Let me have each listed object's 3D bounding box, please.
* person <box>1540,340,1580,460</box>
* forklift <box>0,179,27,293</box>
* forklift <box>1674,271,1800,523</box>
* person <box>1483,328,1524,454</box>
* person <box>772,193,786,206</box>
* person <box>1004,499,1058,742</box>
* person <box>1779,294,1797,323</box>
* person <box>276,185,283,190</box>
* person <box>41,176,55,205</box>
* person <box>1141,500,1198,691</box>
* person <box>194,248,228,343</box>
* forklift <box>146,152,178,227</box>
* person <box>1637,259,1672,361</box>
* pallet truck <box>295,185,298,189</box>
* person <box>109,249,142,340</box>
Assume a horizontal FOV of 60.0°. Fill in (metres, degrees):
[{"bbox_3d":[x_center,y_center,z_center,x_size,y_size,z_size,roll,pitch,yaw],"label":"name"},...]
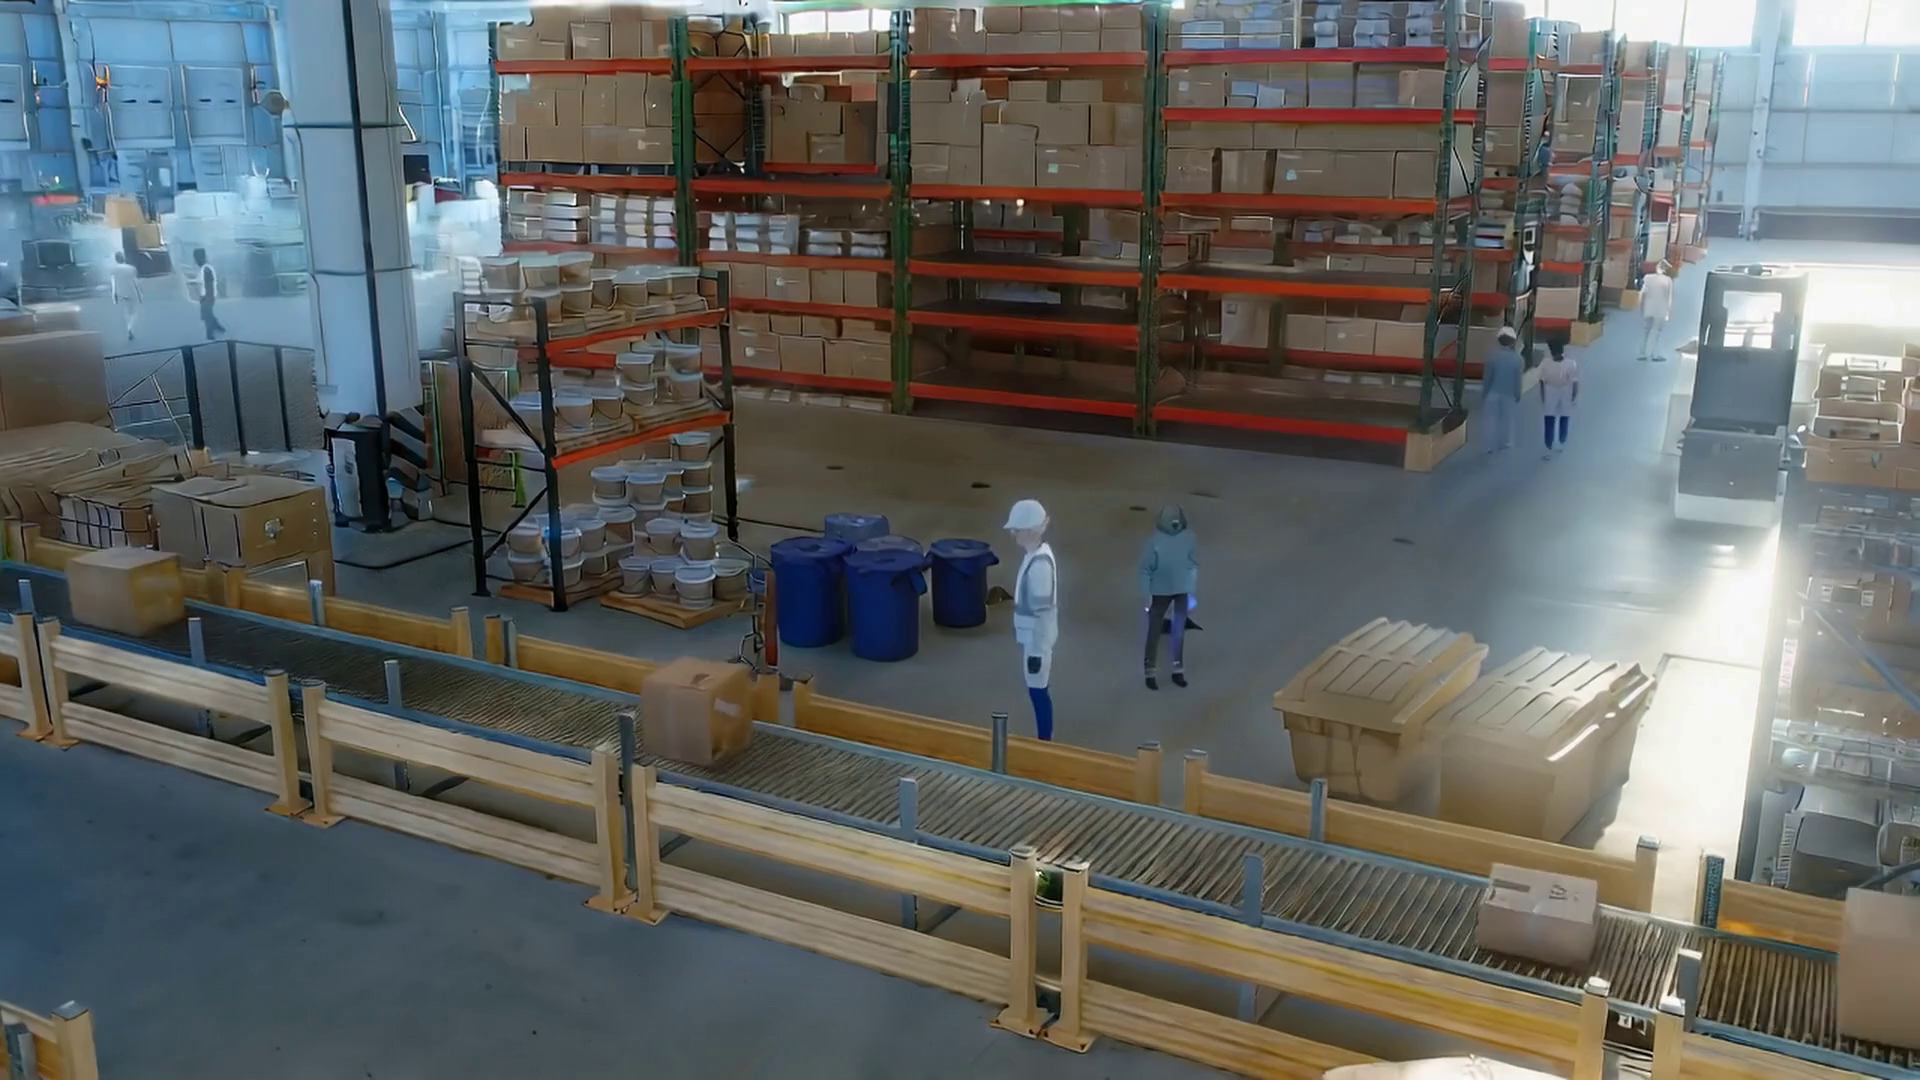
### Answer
[{"bbox_3d":[8.181,-1.933,22.748,0.535,1.635,0.916,6,16,23],"label":"person"},{"bbox_3d":[-24.171,-7.740,42.199,1.873,2.768,1.129,8,17,28],"label":"forklift"},{"bbox_3d":[9.269,-1.763,19.726,1.129,2.768,1.873,8,17,27],"label":"forklift"},{"bbox_3d":[7.560,-2.094,23.180,0.543,1.724,0.879,8,17,26],"label":"person"},{"bbox_3d":[-5.950,-10.768,55.572,0.622,1.844,0.429,2,15,7],"label":"person"},{"bbox_3d":[0.511,0.695,12.095,0.396,2.038,0.615,0,15,1],"label":"person"},{"bbox_3d":[15.665,-4.249,31.482,0.287,1.629,0.499,4,15,14],"label":"person"},{"bbox_3d":[-23.802,-11.493,58.247,0.638,1.873,0.896,13,20,41],"label":"person"},{"bbox_3d":[-34.636,-12.866,63.309,0.612,1.912,0.500,12,19,37],"label":"person"},{"bbox_3d":[1.733,0.452,13.806,0.494,1.624,0.279,-5,16,-18],"label":"person"},{"bbox_3d":[-15.122,-4.907,33.408,0.431,1.905,0.620,-11,19,-36],"label":"person"},{"bbox_3d":[-30.070,-13.240,62.873,1.873,2.768,1.129,8,17,28],"label":"forklift"},{"bbox_3d":[13.044,-4.306,31.178,0.400,1.899,0.649,-9,17,-30],"label":"person"},{"bbox_3d":[-26.804,-14.617,69.738,1.885,1.965,0.823,-14,20,-42],"label":"pallet truck"},{"bbox_3d":[-16.892,-4.947,33.672,0.532,1.849,0.630,-2,15,-9],"label":"person"}]
